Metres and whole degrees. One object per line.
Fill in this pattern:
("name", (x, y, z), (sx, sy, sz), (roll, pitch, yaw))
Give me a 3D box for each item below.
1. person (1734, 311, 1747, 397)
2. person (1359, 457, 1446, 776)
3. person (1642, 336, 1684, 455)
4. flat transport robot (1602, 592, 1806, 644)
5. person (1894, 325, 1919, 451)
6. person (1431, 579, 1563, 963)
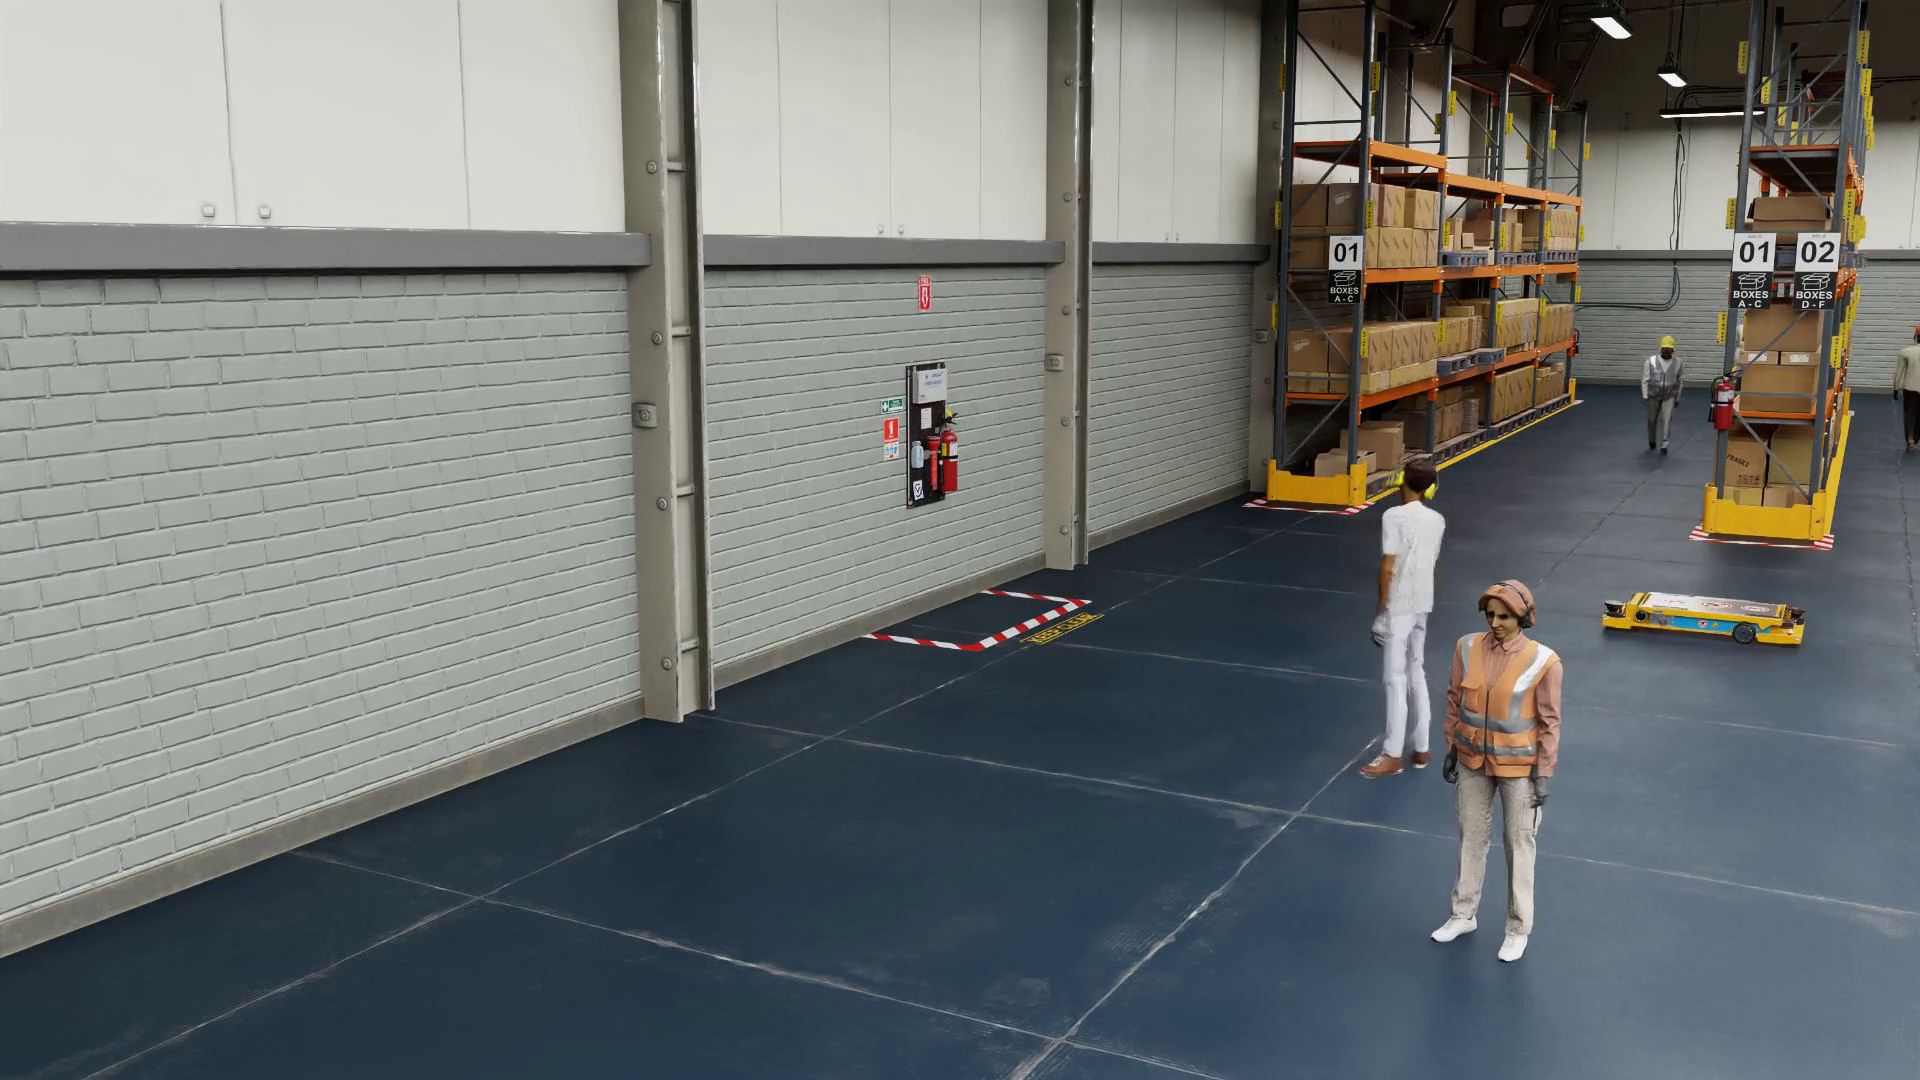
("person", (15.259, -3.514, 32.298), (0.701, 2.009, 0.536), (8, 13, 40))
("person", (2.546, 0.445, 9.676), (0.674, 1.833, 0.338), (-7, 12, -36))
("person", (10.698, -2.220, 25.366), (0.587, 1.804, 0.830), (4, 10, 20))
("flat transport robot", (5.934, 0.605, 13.273), (1.431, 0.197, 0.652), (5, 11, 28))
("person", (14.741, -2.342, 25.602), (0.624, 1.962, 0.963), (4, 11, 23))
("person", (2.306, 0.972, 7.126), (0.308, 1.640, 0.511), (-9, 13, -44))
